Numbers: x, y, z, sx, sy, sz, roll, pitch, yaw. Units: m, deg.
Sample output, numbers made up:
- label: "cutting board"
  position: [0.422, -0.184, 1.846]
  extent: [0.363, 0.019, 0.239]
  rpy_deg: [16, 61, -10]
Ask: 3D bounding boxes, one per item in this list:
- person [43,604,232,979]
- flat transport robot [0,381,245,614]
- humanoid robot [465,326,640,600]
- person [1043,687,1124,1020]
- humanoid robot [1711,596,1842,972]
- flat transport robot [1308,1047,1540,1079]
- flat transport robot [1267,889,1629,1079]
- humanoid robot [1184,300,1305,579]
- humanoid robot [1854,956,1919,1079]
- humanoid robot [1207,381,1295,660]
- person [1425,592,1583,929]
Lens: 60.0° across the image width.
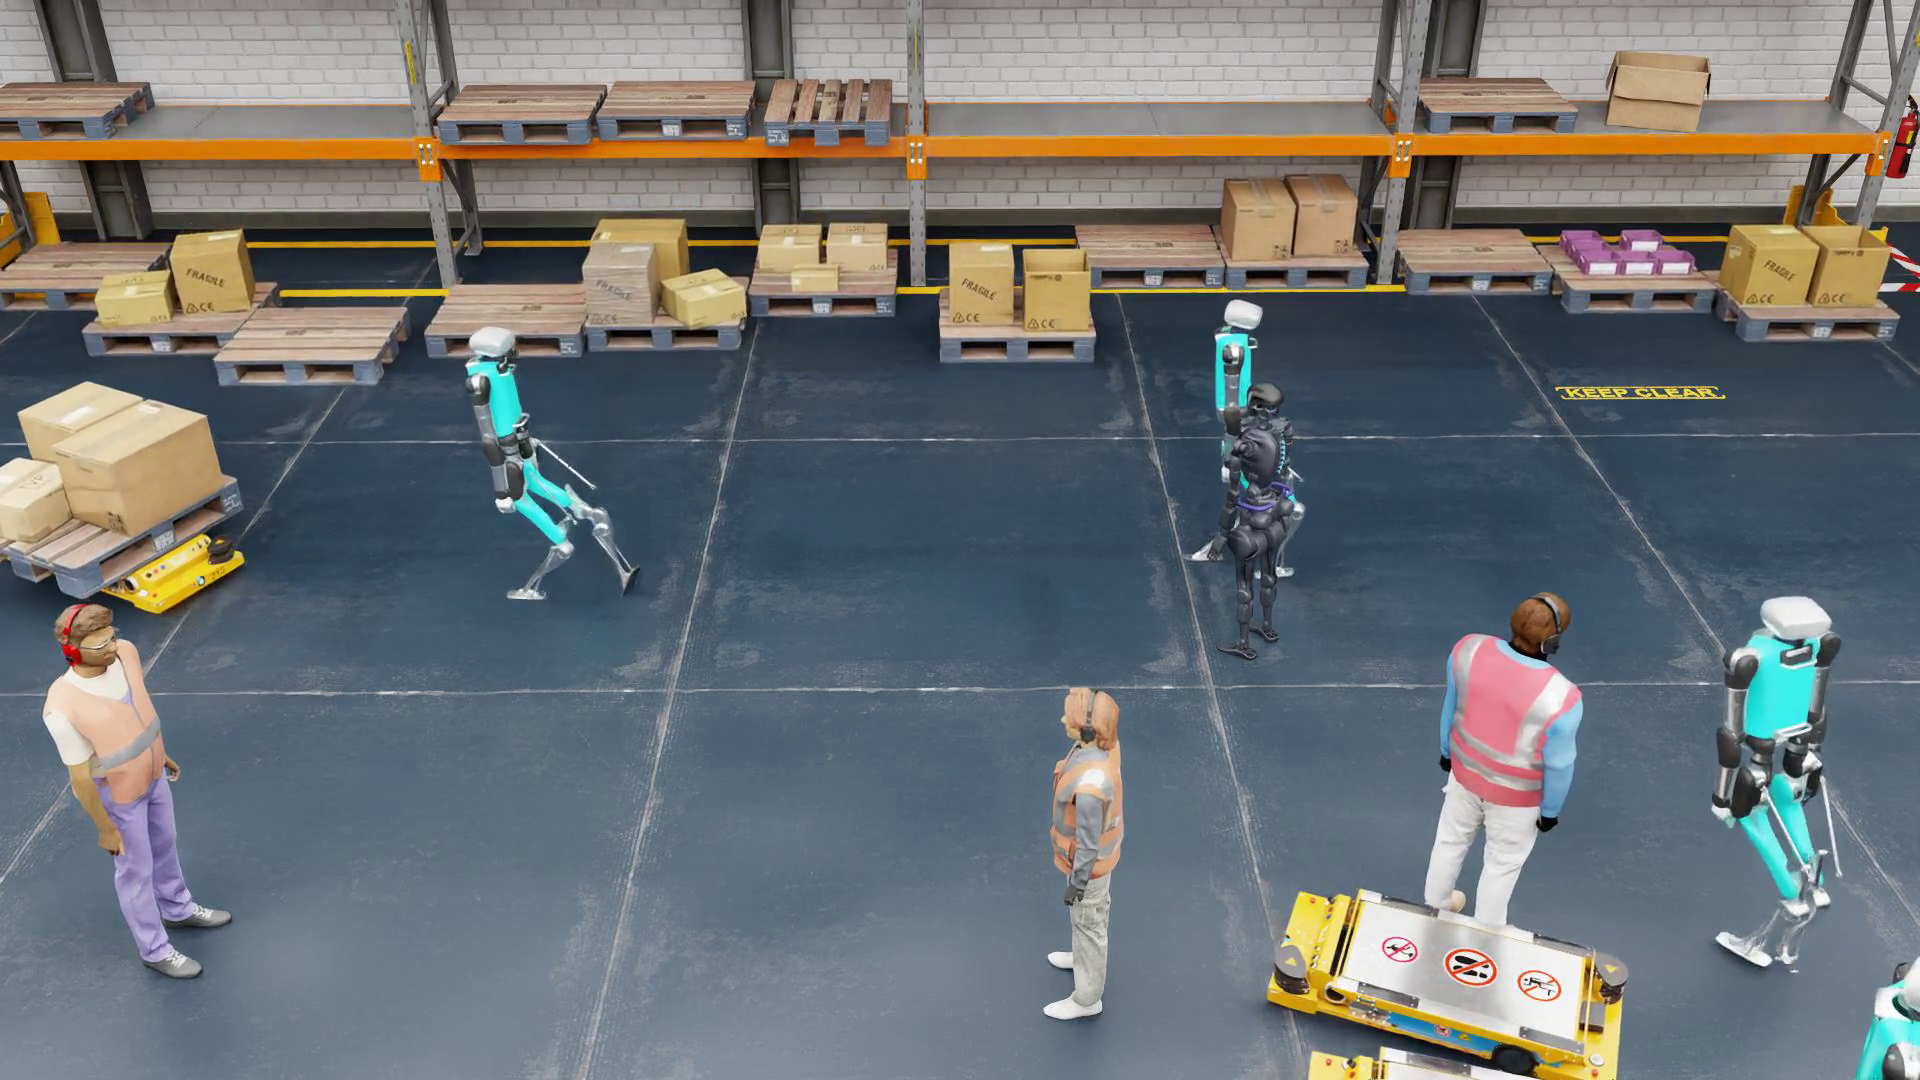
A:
- label: "person"
  position: [-3.562, 1.061, 7.115]
  extent: [0.381, 1.842, 0.569]
  rpy_deg: [1, 31, 2]
- label: "flat transport robot"
  position: [-5.219, 0.059, 10.313]
  extent: [1.431, 0.231, 0.659]
  rpy_deg: [15, 34, 23]
- label: "humanoid robot"
  position: [-2.297, -0.382, 9.645]
  extent: [0.930, 1.786, 0.554]
  rpy_deg: [2, 31, 3]
- label: "person"
  position: [0.524, 1.299, 6.915]
  extent: [0.306, 1.641, 0.513]
  rpy_deg: [4, 31, 6]
- label: "humanoid robot"
  position: [3.531, 1.162, 7.080]
  extent: [0.550, 1.803, 0.774]
  rpy_deg: [-10, 32, -16]
- label: "flat transport robot"
  position: [2.058, 2.377, 6.454]
  extent: [1.431, 0.231, 0.659]
  rpy_deg: [8, 32, 14]
- label: "flat transport robot"
  position: [2.116, 1.917, 7.220]
  extent: [1.431, 0.231, 0.659]
  rpy_deg: [12, 33, 19]
- label: "humanoid robot"
  position: [1.837, -0.559, 9.939]
  extent: [0.883, 1.790, 0.563]
  rpy_deg: [5, 31, 8]
- label: "humanoid robot"
  position: [3.206, 2.137, 5.427]
  extent: [0.769, 1.778, 0.531]
  rpy_deg: [16, 35, 25]
- label: "humanoid robot"
  position: [1.636, -0.115, 9.221]
  extent: [0.599, 1.657, 0.315]
  rpy_deg: [-27, 40, -37]
- label: "person"
  position: [2.345, 1.020, 7.201]
  extent: [0.431, 1.836, 0.628]
  rpy_deg: [-23, 38, -33]
